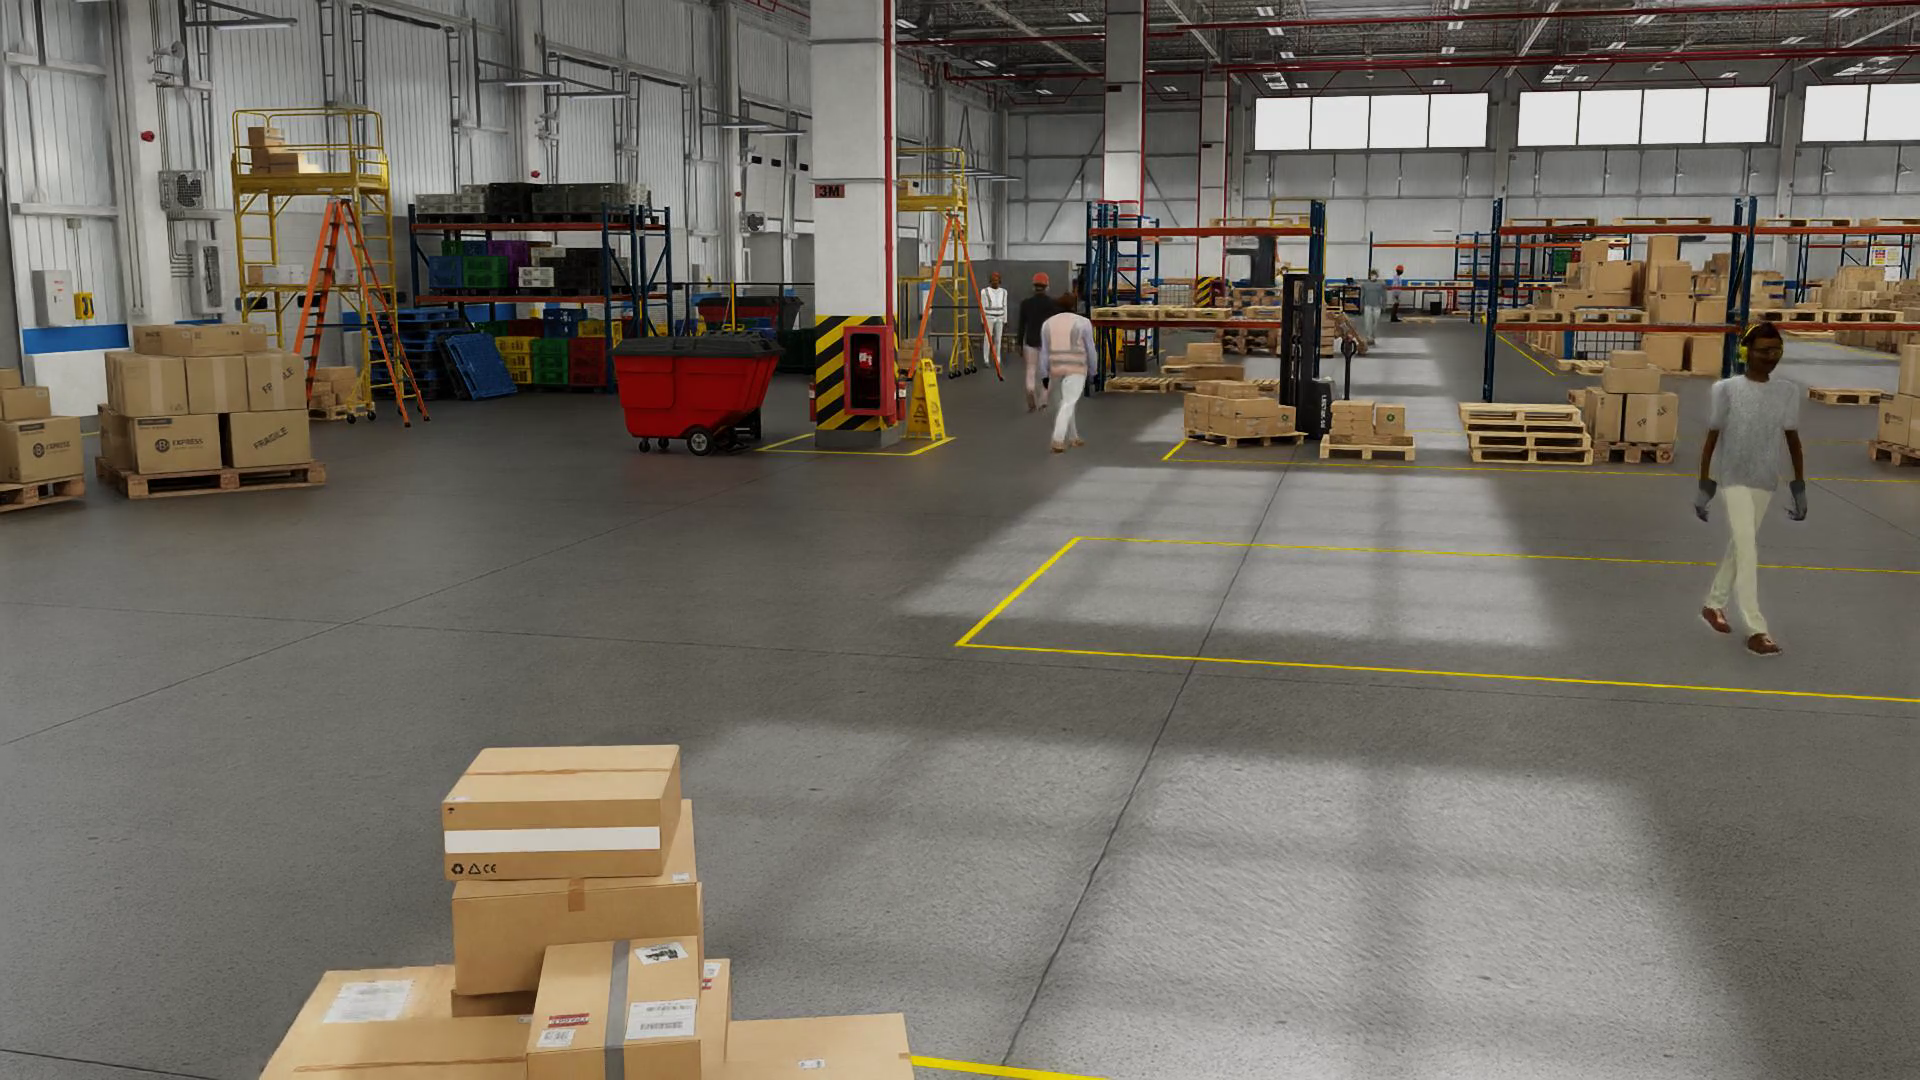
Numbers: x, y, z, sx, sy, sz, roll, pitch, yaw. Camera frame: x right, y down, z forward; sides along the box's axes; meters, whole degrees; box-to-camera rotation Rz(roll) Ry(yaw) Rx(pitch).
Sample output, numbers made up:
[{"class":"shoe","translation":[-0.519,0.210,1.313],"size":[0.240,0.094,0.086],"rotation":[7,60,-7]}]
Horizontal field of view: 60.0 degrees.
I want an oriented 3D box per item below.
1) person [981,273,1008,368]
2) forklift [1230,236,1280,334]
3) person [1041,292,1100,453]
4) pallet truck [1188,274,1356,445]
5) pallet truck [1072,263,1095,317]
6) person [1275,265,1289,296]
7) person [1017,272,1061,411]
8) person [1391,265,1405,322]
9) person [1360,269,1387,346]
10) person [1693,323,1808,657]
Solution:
[{"class":"person","translation":[0.678,-4.325,32.807],"size":[0.574,1.881,0.357],"rotation":[-4,11,-24]},{"class":"forklift","translation":[8.545,-7.098,46.196],"size":[1.873,2.768,1.129],"rotation":[4,10,22]},{"class":"person","translation":[1.211,-1.889,18.732],"size":[0.625,1.800,0.961],"rotation":[7,12,35]},{"class":"pallet truck","translation":[3.653,-2.138,19.590],"size":[1.885,1.965,0.823],"rotation":[-4,10,-20]},{"class":"pallet truck","translation":[4.325,-8.180,55.162],"size":[0.823,1.965,1.885],"rotation":[6,11,31]},{"class":"person","translation":[9.675,-7.222,49.696],"size":[0.630,1.938,0.366],"rotation":[2,10,10]},{"class":"person","translation":[1.123,-2.784,23.464],"size":[0.620,1.975,0.693],"rotation":[1,10,7]},{"class":"person","translation":[14.869,-8.360,56.453],"size":[0.397,1.927,0.544],"rotation":[5,11,25]},{"class":"person","translation":[10.273,-5.783,41.369],"size":[0.646,1.896,1.008],"rotation":[2,10,11]},{"class":"person","translation":[4.453,-0.309,9.351],"size":[0.540,1.823,0.971],"rotation":[-1,10,-3]}]
